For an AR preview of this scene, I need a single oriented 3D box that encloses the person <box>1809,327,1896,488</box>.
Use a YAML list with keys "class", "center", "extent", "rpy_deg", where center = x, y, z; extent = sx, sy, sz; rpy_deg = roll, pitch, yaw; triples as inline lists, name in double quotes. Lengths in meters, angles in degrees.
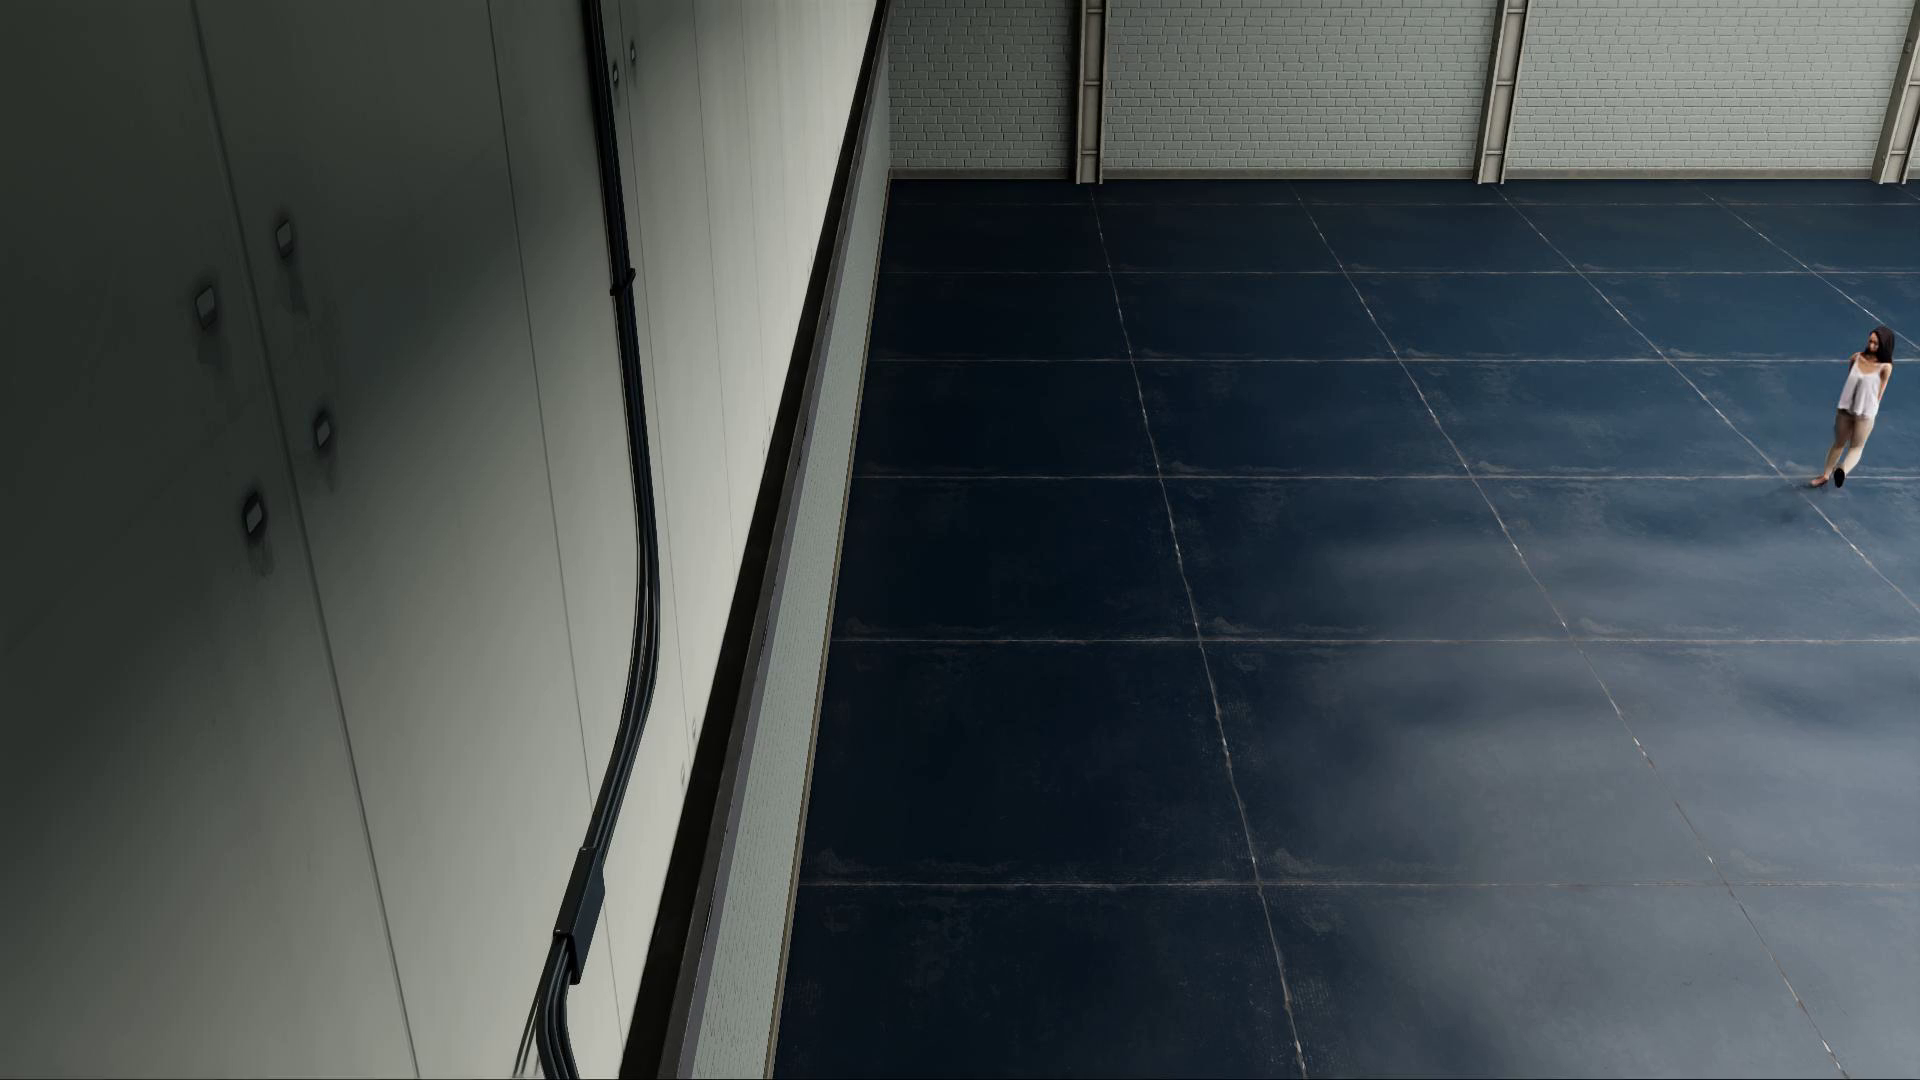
- class: "person"
  center: [8.159, -1.163, 15.278]
  extent: [0.800, 1.645, 0.892]
  rpy_deg: [-2, 28, -4]
